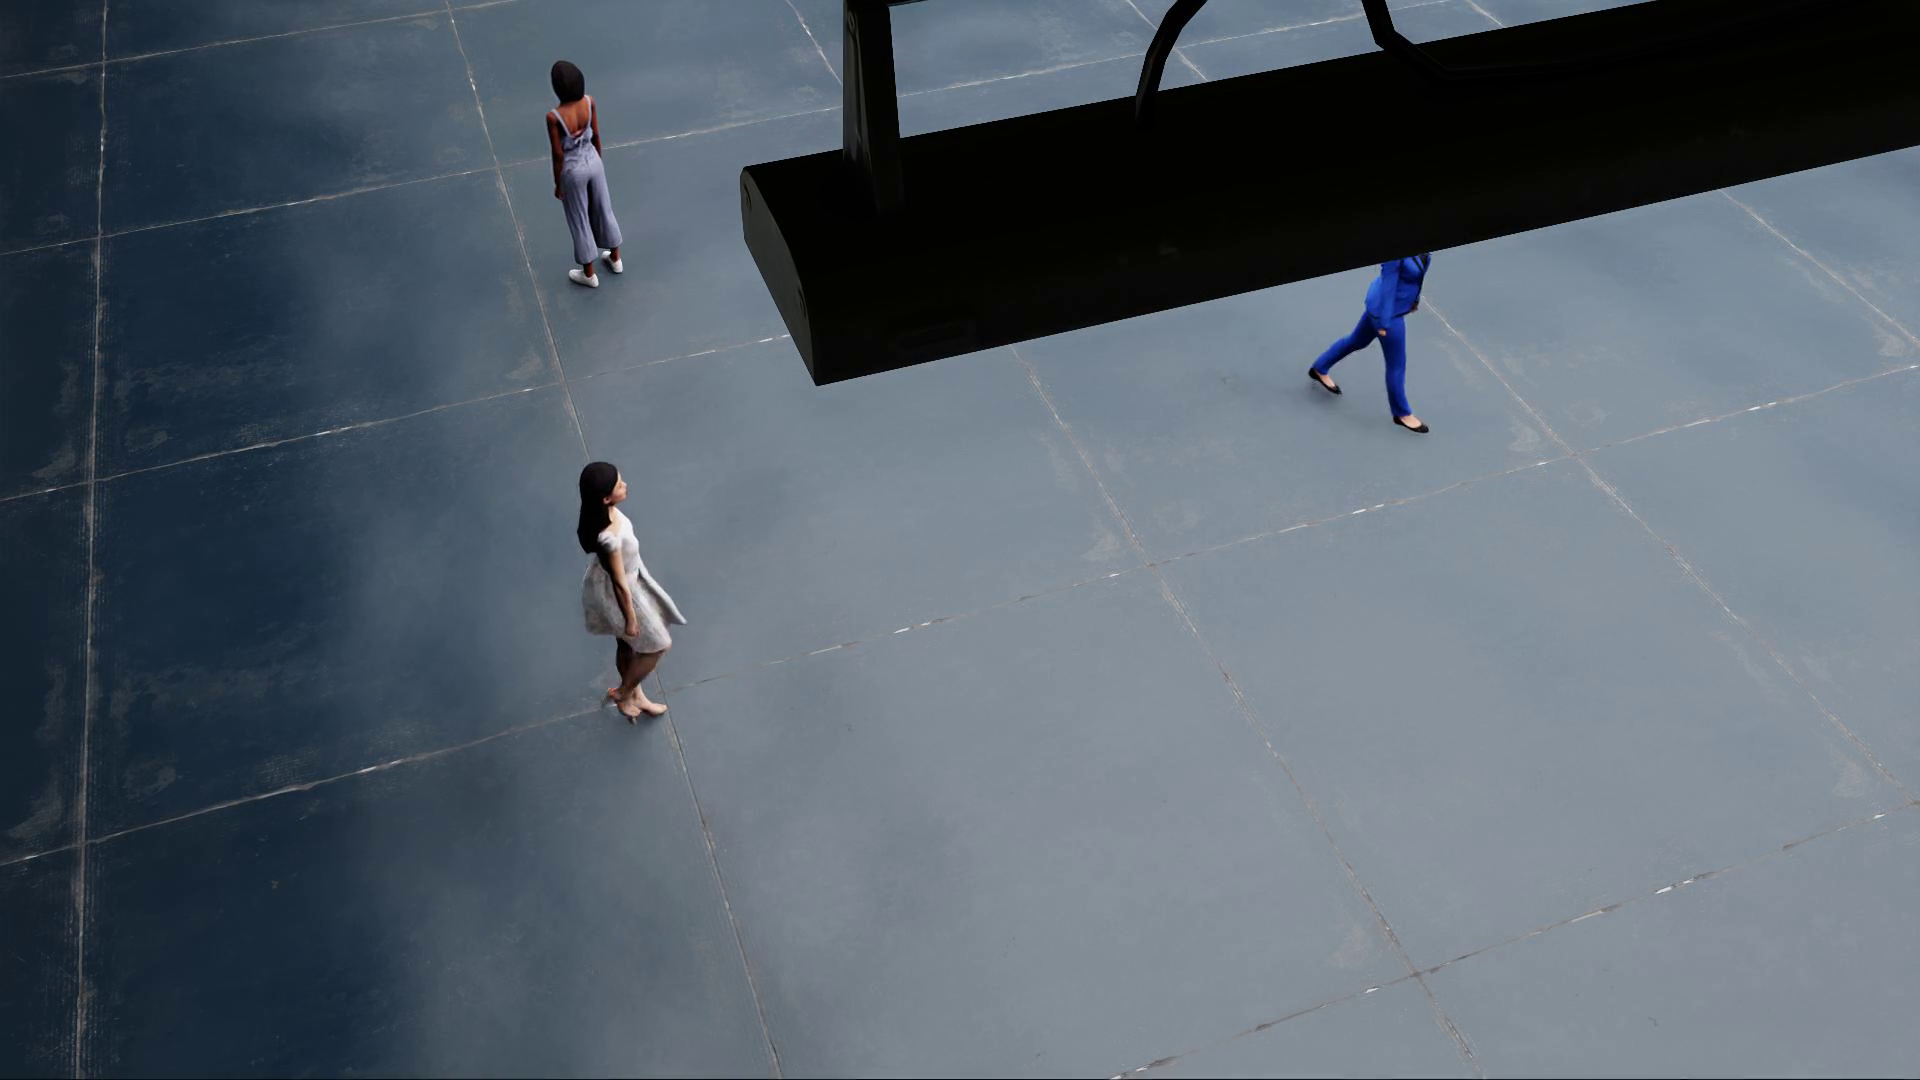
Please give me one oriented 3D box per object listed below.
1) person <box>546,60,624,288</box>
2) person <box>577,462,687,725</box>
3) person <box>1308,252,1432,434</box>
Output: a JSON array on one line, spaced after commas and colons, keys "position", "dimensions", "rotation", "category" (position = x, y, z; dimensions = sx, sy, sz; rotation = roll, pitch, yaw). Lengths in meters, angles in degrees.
[{"position": [-2.659, -2.569, 11.660], "dimensions": [0.660, 1.696, 0.654], "rotation": [32, 51, 29], "category": "person"}, {"position": [-1.803, 0.334, 8.499], "dimensions": [0.727, 1.767, 0.665], "rotation": [-17, 46, -18], "category": "person"}, {"position": [2.605, -1.486, 10.530], "dimensions": [1.195, 1.655, 1.057], "rotation": [24, 48, 24], "category": "person"}]
